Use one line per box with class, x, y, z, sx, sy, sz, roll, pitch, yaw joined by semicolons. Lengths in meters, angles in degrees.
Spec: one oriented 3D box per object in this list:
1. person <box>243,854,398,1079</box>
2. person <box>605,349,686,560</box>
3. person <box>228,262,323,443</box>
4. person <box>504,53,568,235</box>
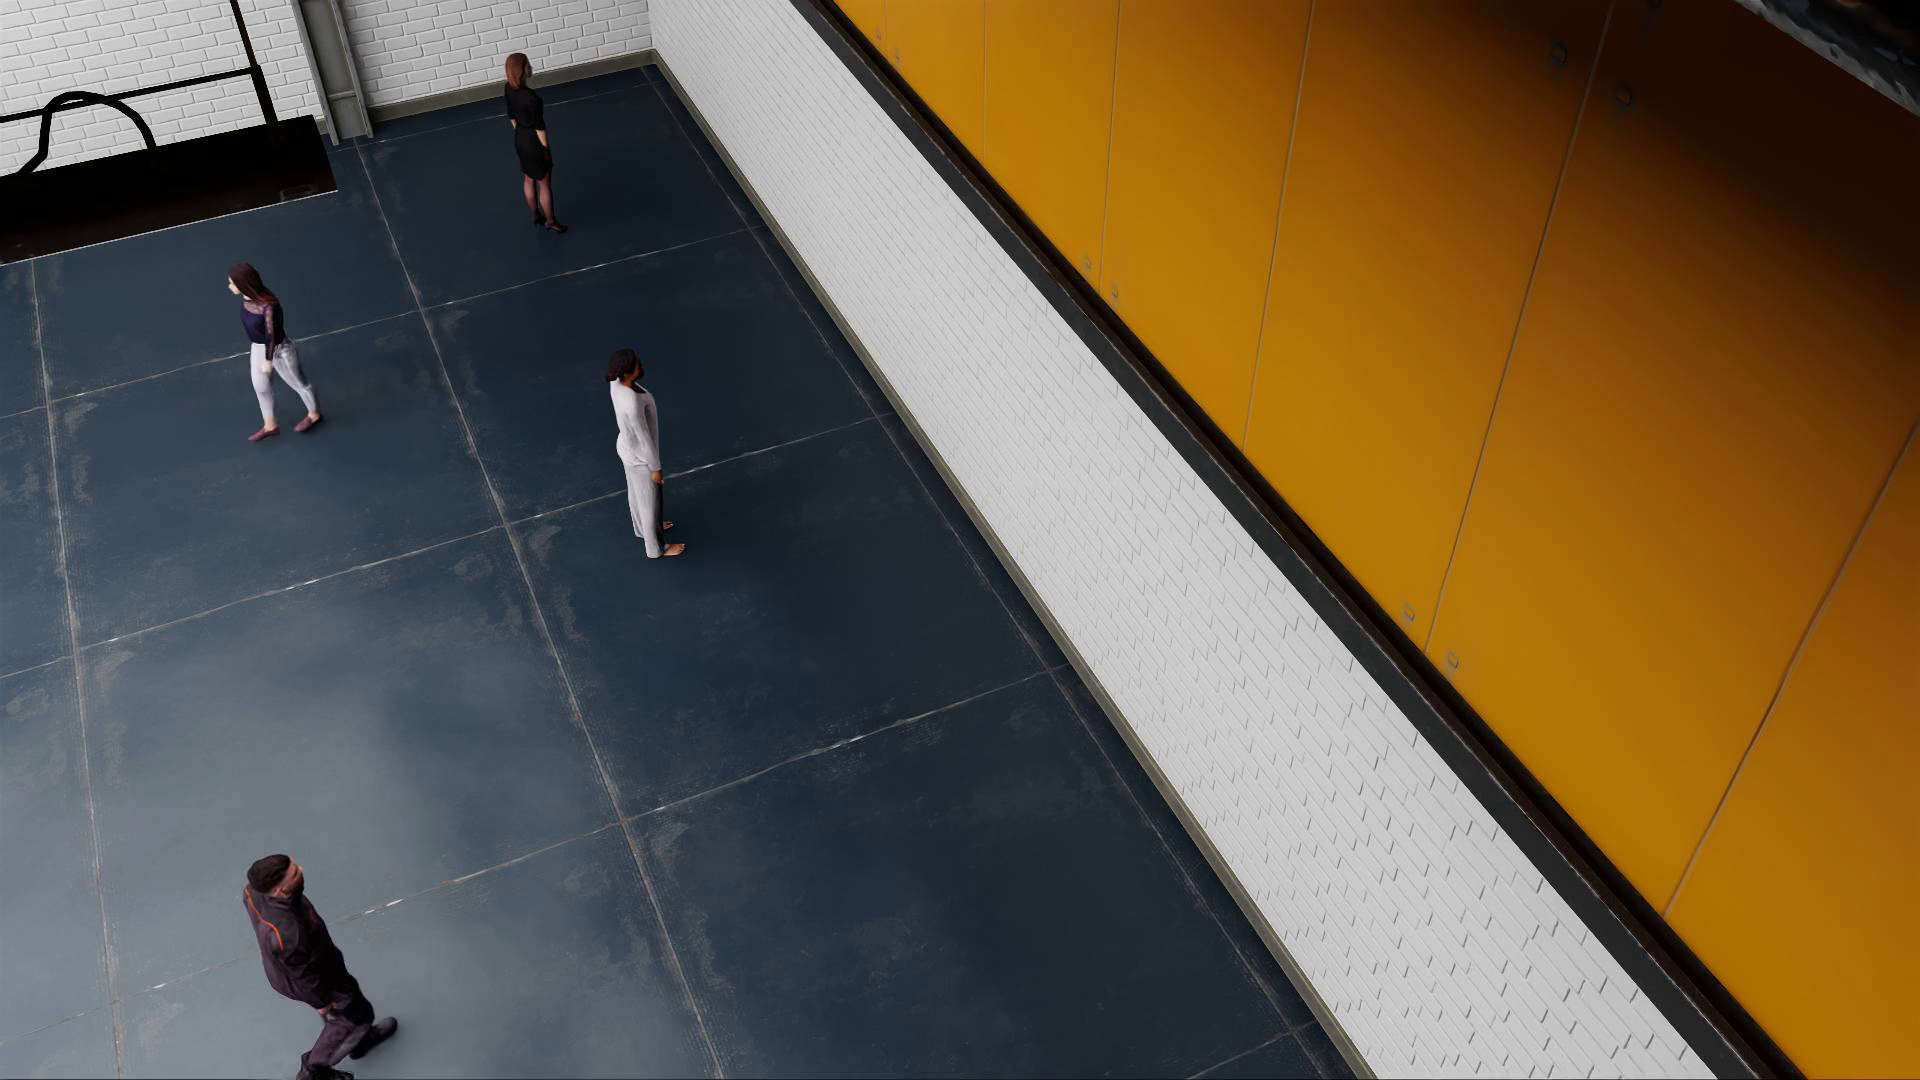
person;-3.410;2.235;8.573;0.912;1.845;0.835;-29;51;-27
person;-2.247;-0.617;11.645;0.535;1.737;0.627;-19;47;-19
person;-5.144;-1.457;12.636;0.769;1.587;0.901;32;52;29
person;-3.784;-3.484;14.679;0.656;1.703;0.636;31;52;28
